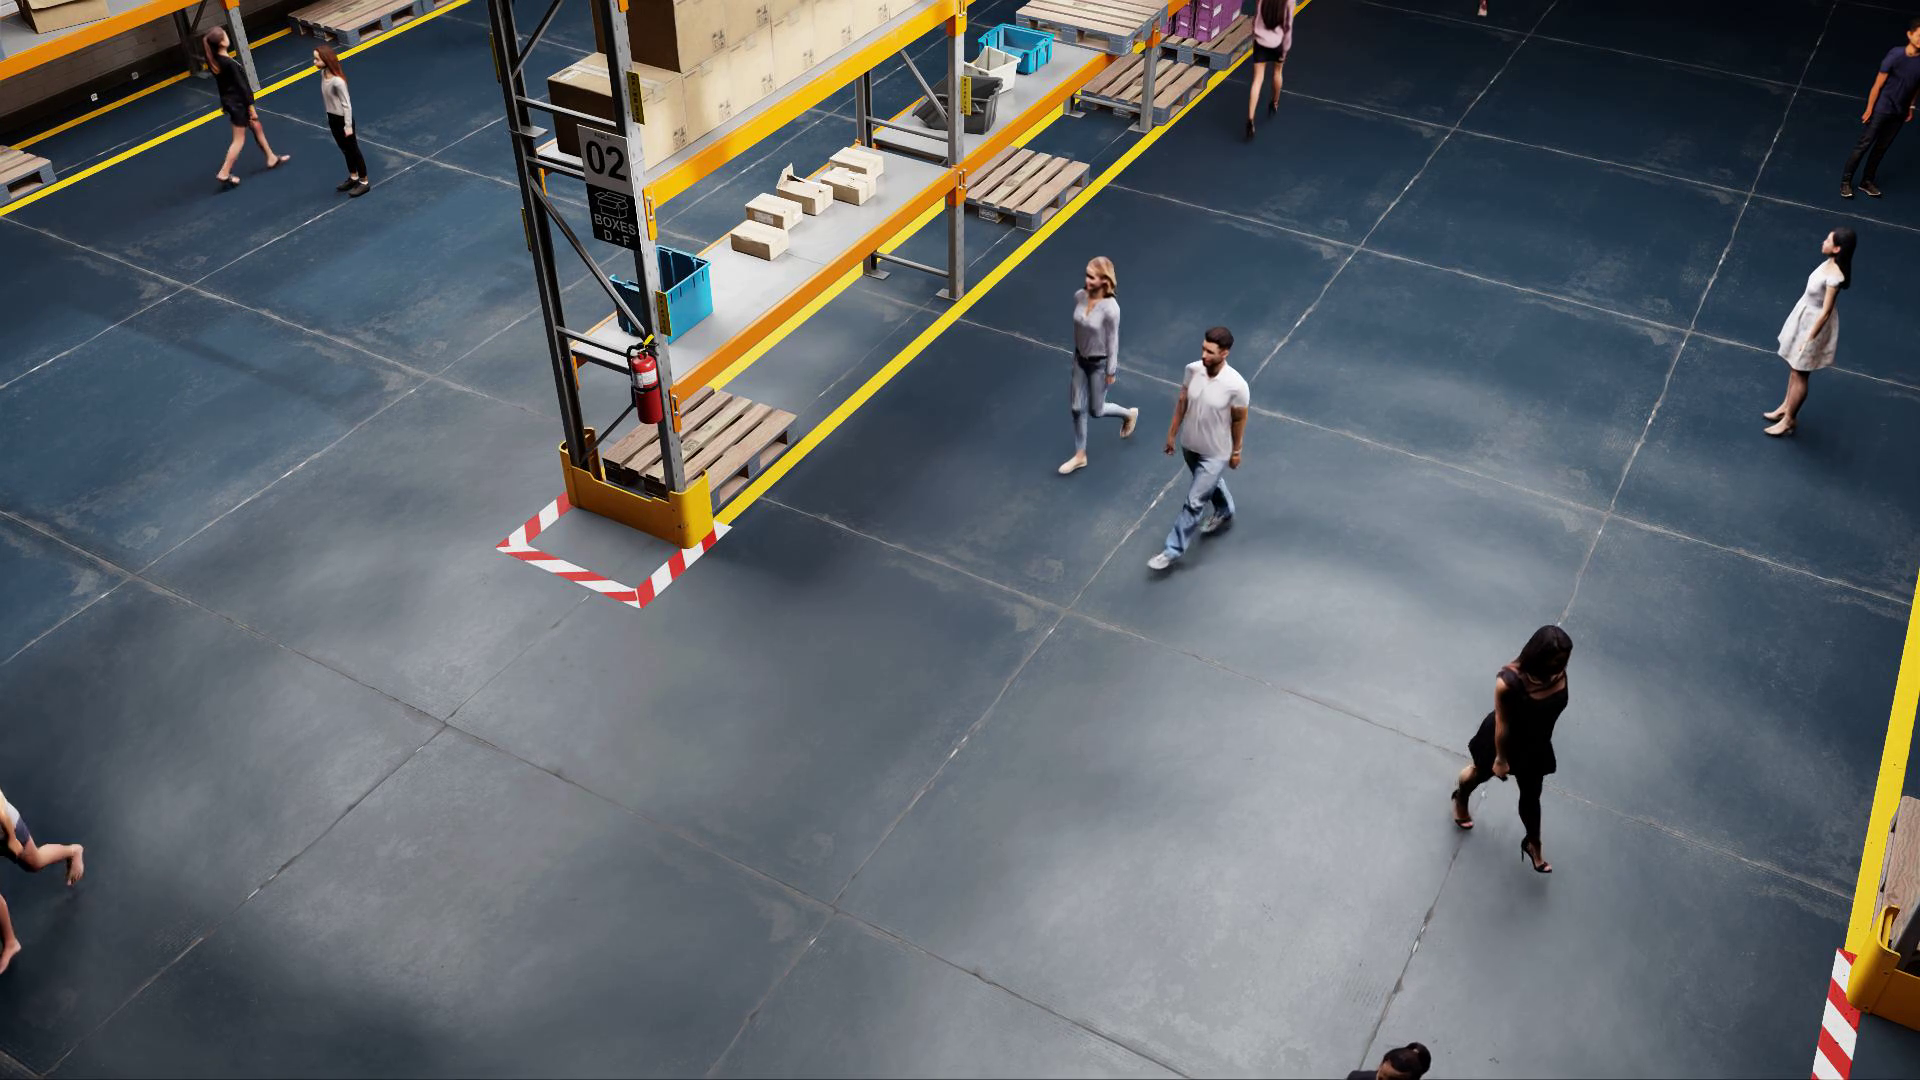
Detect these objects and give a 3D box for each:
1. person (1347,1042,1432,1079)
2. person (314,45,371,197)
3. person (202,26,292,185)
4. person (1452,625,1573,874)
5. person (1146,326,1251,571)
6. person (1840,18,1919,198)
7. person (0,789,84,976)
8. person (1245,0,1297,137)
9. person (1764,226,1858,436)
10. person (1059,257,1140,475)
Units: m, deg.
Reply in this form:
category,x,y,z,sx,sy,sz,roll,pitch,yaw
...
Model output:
category,x,y,z,sx,sy,sz,roll,pitch,yaw
person,1.808,2.765,7.361,0.619,1.710,0.563,9,39,11
person,-5.990,-4.076,16.107,0.580,1.485,0.556,30,47,32
person,-7.137,-4.231,16.266,0.654,1.530,1.088,26,46,29
person,3.077,1.092,9.476,1.025,1.686,1.017,-18,42,-21
person,1.775,-0.689,11.602,1.284,1.816,0.984,-26,45,-29
person,8.928,-4.156,15.963,0.721,1.790,0.734,-4,39,-4
person,-5.185,1.496,8.963,0.939,1.694,1.153,0,39,1
person,3.132,-4.995,17.038,0.701,1.761,1.112,15,41,18
person,6.530,-1.596,12.772,0.736,1.773,0.607,15,41,18
person,1.054,-1.328,12.429,1.068,1.781,0.847,-25,45,-28
